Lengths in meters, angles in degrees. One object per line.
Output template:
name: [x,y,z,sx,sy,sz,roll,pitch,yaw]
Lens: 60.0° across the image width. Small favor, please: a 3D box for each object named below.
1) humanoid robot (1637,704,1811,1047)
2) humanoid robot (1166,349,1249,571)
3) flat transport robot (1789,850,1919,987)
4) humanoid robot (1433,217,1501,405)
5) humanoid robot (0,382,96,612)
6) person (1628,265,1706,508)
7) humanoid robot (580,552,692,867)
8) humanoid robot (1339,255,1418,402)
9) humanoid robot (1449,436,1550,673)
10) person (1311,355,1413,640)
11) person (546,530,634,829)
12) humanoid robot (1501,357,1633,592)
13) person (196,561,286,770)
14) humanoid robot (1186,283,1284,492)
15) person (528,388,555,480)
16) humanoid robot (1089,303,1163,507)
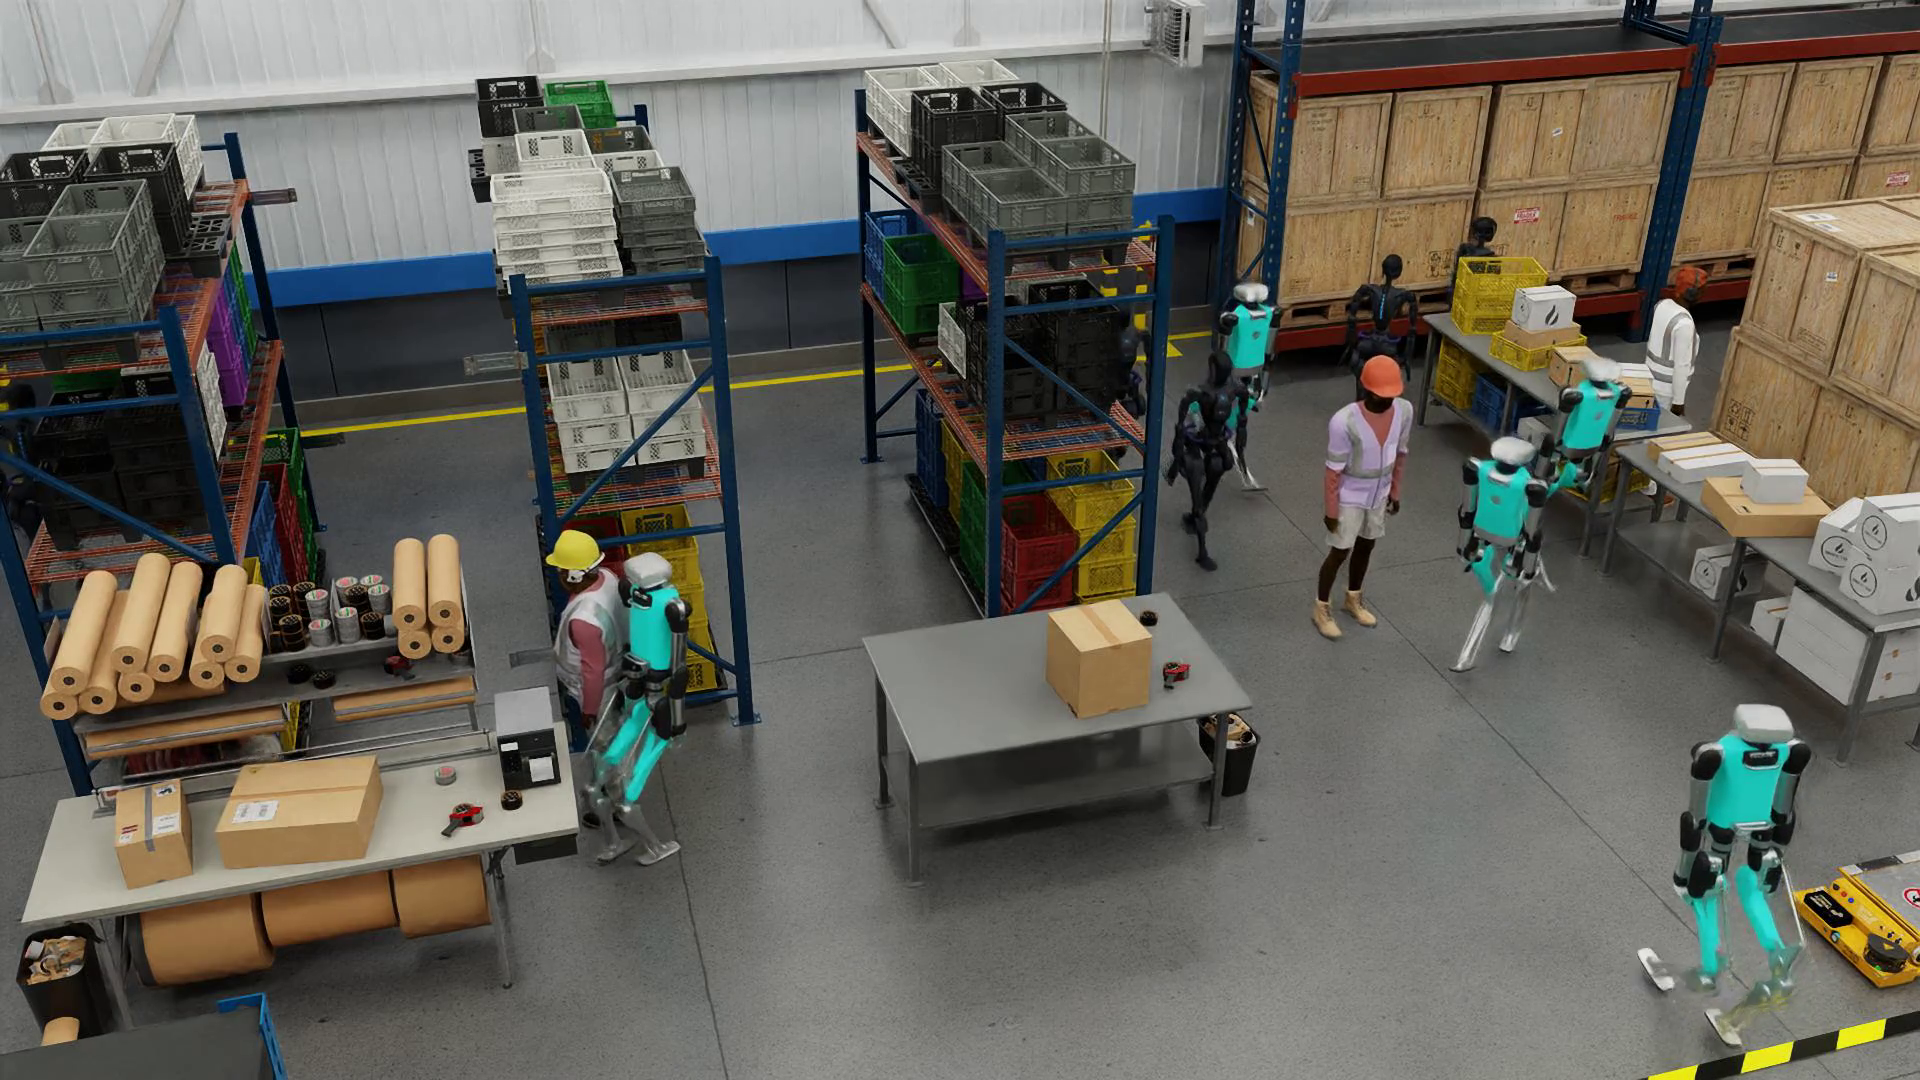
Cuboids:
humanoid robot: [3.613,1.630,7.680,0.537,1.763,0.922,-2,29,-5]
humanoid robot: [1.771,-0.632,11.919,0.609,1.630,0.799,-9,30,-15]
flat transport robot: [5.163,1.916,8.676,1.431,0.231,0.659,-8,30,-14]
humanoid robot: [4.452,-1.990,14.361,0.778,1.623,0.586,-15,32,-25]
humanoid robot: [-6.242,-0.279,11.277,0.608,1.643,0.780,-5,29,-10]
person: [5.353,-1.167,12.607,0.356,1.885,0.573,0,29,-1]
humanoid robot: [-1.806,0.987,8.852,0.563,1.767,0.857,25,38,38]
humanoid robot: [3.396,-1.538,13.529,0.589,1.630,0.740,11,31,19]
humanoid robot: [3.498,0.041,10.571,0.552,1.713,0.995,22,36,34]
person: [2.640,-0.276,10.847,0.609,2.030,0.454,-11,31,-20]
person: [-2.009,0.763,9.148,0.404,1.833,0.589,0,29,0]
humanoid robot: [4.128,-0.586,11.743,0.564,1.763,0.964,-9,30,-15]
person: [-3.865,0.928,8.754,0.805,1.926,0.615,-8,30,-13]
humanoid robot: [2.075,-1.185,12.761,0.548,1.729,0.970,-12,31,-21]
person: [-3.108,-1.347,13.024,0.661,1.814,0.641,-10,30,-17]
humanoid robot: [1.255,-1.071,12.720,0.602,1.628,0.812,-9,30,-16]
